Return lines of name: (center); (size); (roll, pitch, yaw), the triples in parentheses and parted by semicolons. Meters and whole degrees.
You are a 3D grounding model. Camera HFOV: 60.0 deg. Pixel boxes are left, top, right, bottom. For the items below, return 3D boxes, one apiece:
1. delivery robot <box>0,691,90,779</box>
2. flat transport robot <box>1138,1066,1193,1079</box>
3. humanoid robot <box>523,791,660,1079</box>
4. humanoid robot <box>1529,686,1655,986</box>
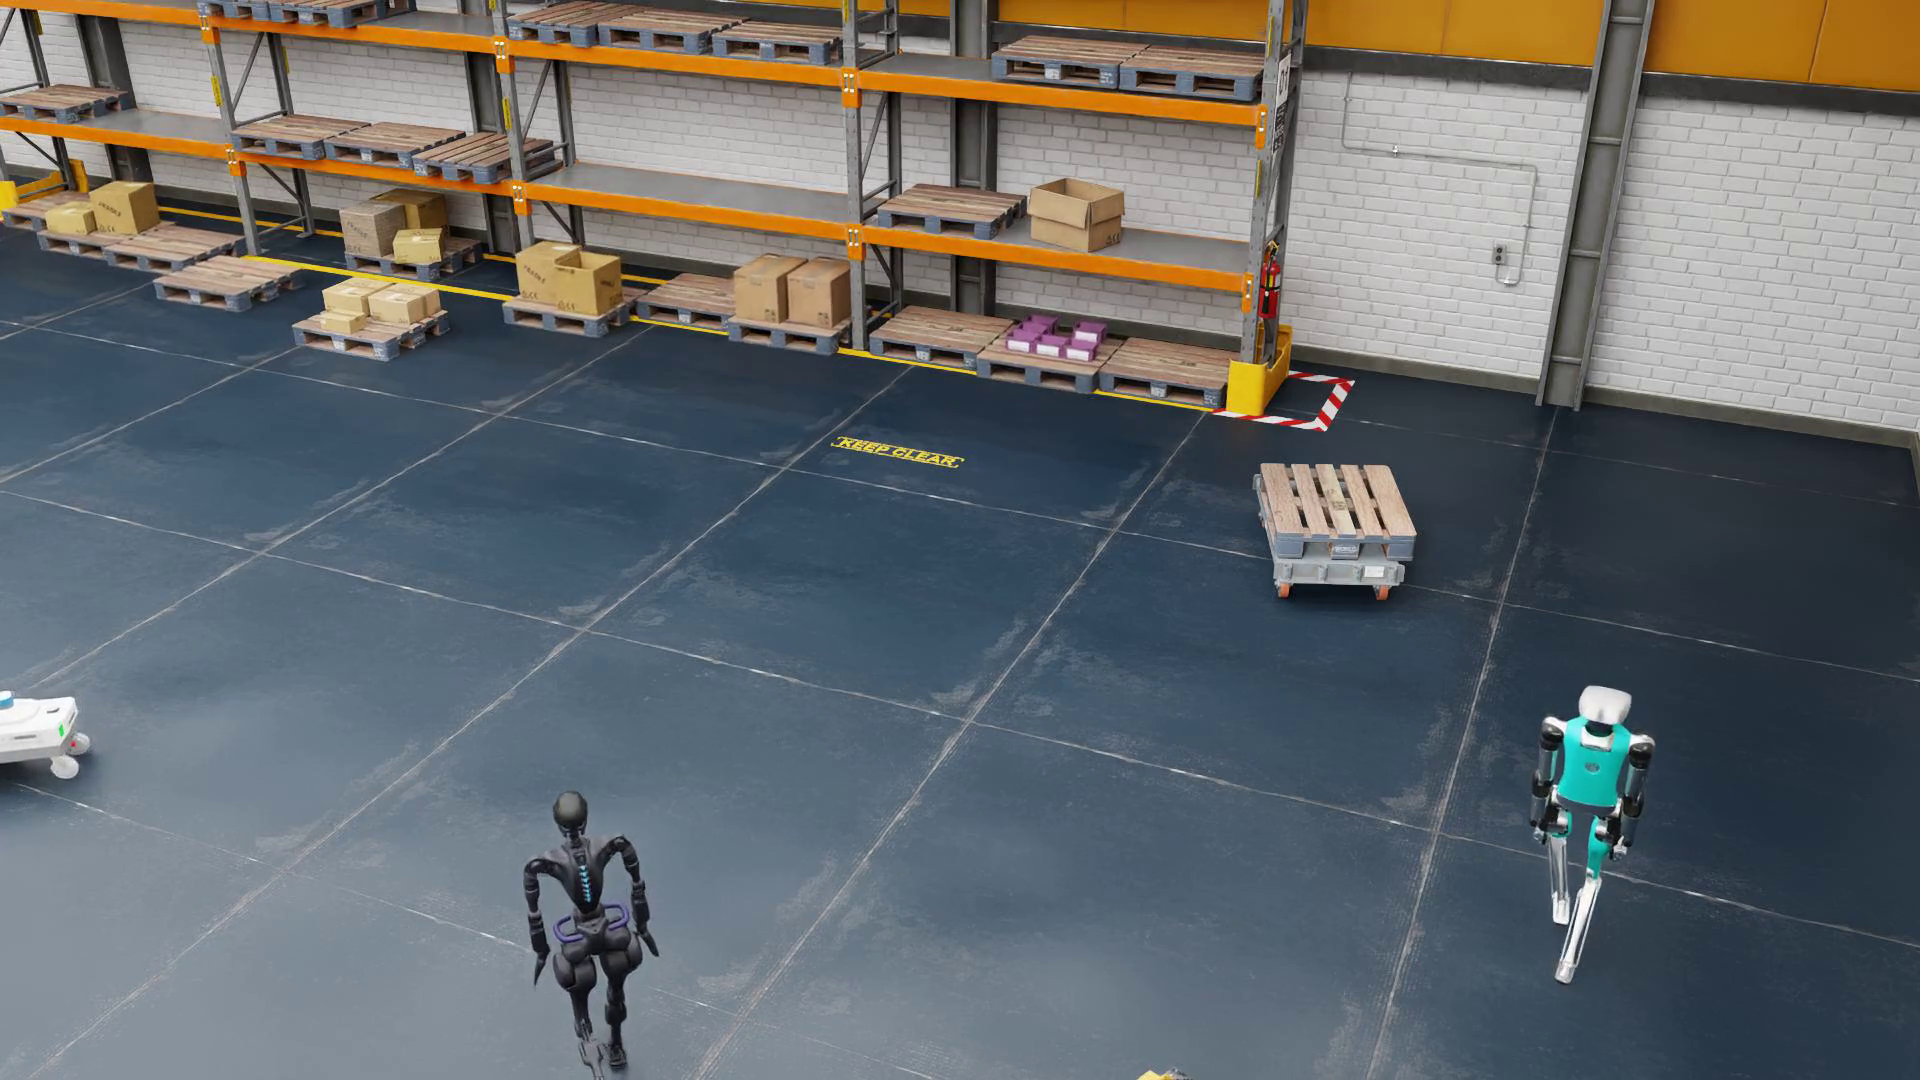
delivery robot: (-5.849, 1.208, 10.263); (0.773, 0.582, 0.499); (-6, 28, -11)
flat transport robot: (1.166, 2.879, 7.348); (0.659, 0.231, 1.431); (-23, 35, -37)
humanoid robot: (-1.672, 1.911, 7.705); (0.589, 1.629, 0.641); (-12, 30, -22)
humanoid robot: (3.242, 1.391, 8.648); (0.542, 1.768, 0.927); (11, 29, 21)
